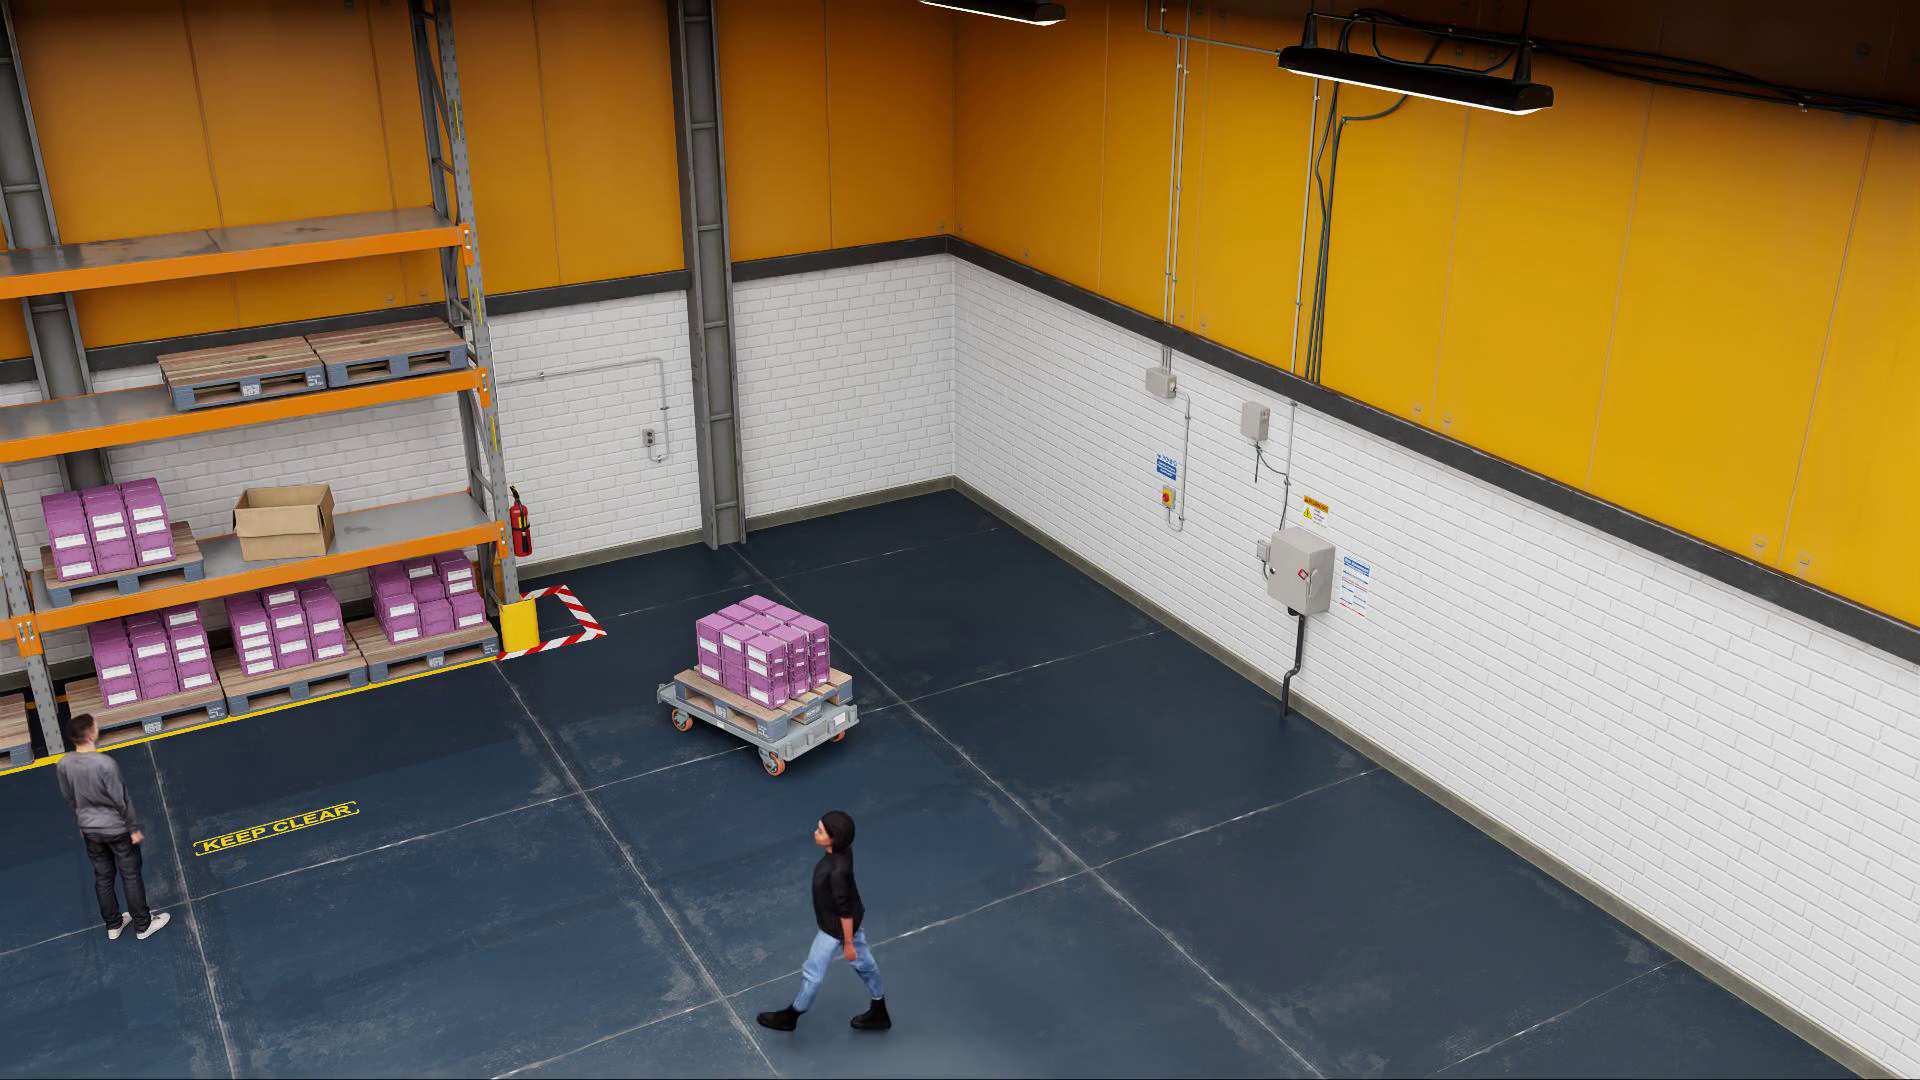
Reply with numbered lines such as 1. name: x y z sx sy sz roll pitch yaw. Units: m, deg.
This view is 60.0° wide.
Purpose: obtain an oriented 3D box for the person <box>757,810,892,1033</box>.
1. person: -0.669 2.477 10.642 1.168 1.668 0.950 0 24 0

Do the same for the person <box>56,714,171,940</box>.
1. person: -5.953 2.004 11.608 0.670 1.760 0.763 3 24 6
